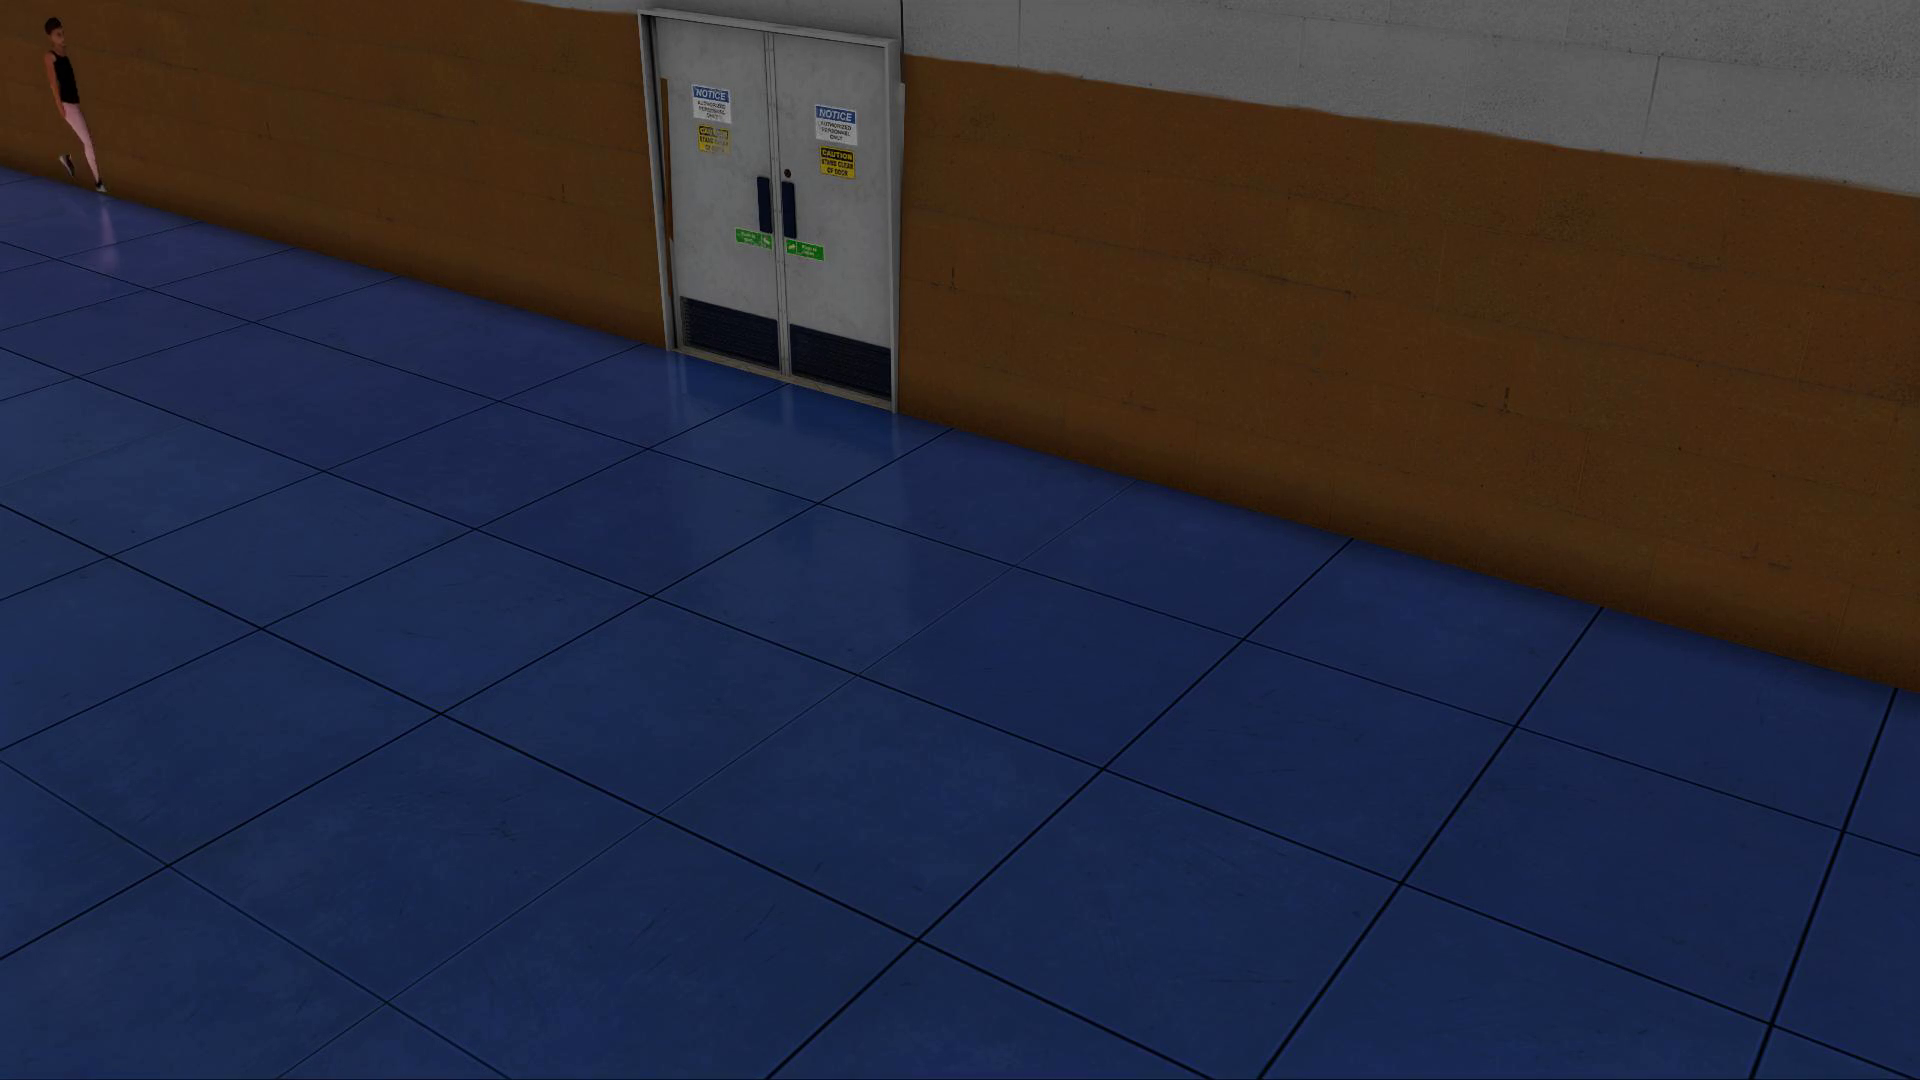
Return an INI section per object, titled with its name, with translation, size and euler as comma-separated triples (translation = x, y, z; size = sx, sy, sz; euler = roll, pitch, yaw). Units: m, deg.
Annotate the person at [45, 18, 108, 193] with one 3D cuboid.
[person]
translation = -8.029, -3.925, 15.045
size = 0.706, 1.540, 0.908
euler = 11, 29, 20
